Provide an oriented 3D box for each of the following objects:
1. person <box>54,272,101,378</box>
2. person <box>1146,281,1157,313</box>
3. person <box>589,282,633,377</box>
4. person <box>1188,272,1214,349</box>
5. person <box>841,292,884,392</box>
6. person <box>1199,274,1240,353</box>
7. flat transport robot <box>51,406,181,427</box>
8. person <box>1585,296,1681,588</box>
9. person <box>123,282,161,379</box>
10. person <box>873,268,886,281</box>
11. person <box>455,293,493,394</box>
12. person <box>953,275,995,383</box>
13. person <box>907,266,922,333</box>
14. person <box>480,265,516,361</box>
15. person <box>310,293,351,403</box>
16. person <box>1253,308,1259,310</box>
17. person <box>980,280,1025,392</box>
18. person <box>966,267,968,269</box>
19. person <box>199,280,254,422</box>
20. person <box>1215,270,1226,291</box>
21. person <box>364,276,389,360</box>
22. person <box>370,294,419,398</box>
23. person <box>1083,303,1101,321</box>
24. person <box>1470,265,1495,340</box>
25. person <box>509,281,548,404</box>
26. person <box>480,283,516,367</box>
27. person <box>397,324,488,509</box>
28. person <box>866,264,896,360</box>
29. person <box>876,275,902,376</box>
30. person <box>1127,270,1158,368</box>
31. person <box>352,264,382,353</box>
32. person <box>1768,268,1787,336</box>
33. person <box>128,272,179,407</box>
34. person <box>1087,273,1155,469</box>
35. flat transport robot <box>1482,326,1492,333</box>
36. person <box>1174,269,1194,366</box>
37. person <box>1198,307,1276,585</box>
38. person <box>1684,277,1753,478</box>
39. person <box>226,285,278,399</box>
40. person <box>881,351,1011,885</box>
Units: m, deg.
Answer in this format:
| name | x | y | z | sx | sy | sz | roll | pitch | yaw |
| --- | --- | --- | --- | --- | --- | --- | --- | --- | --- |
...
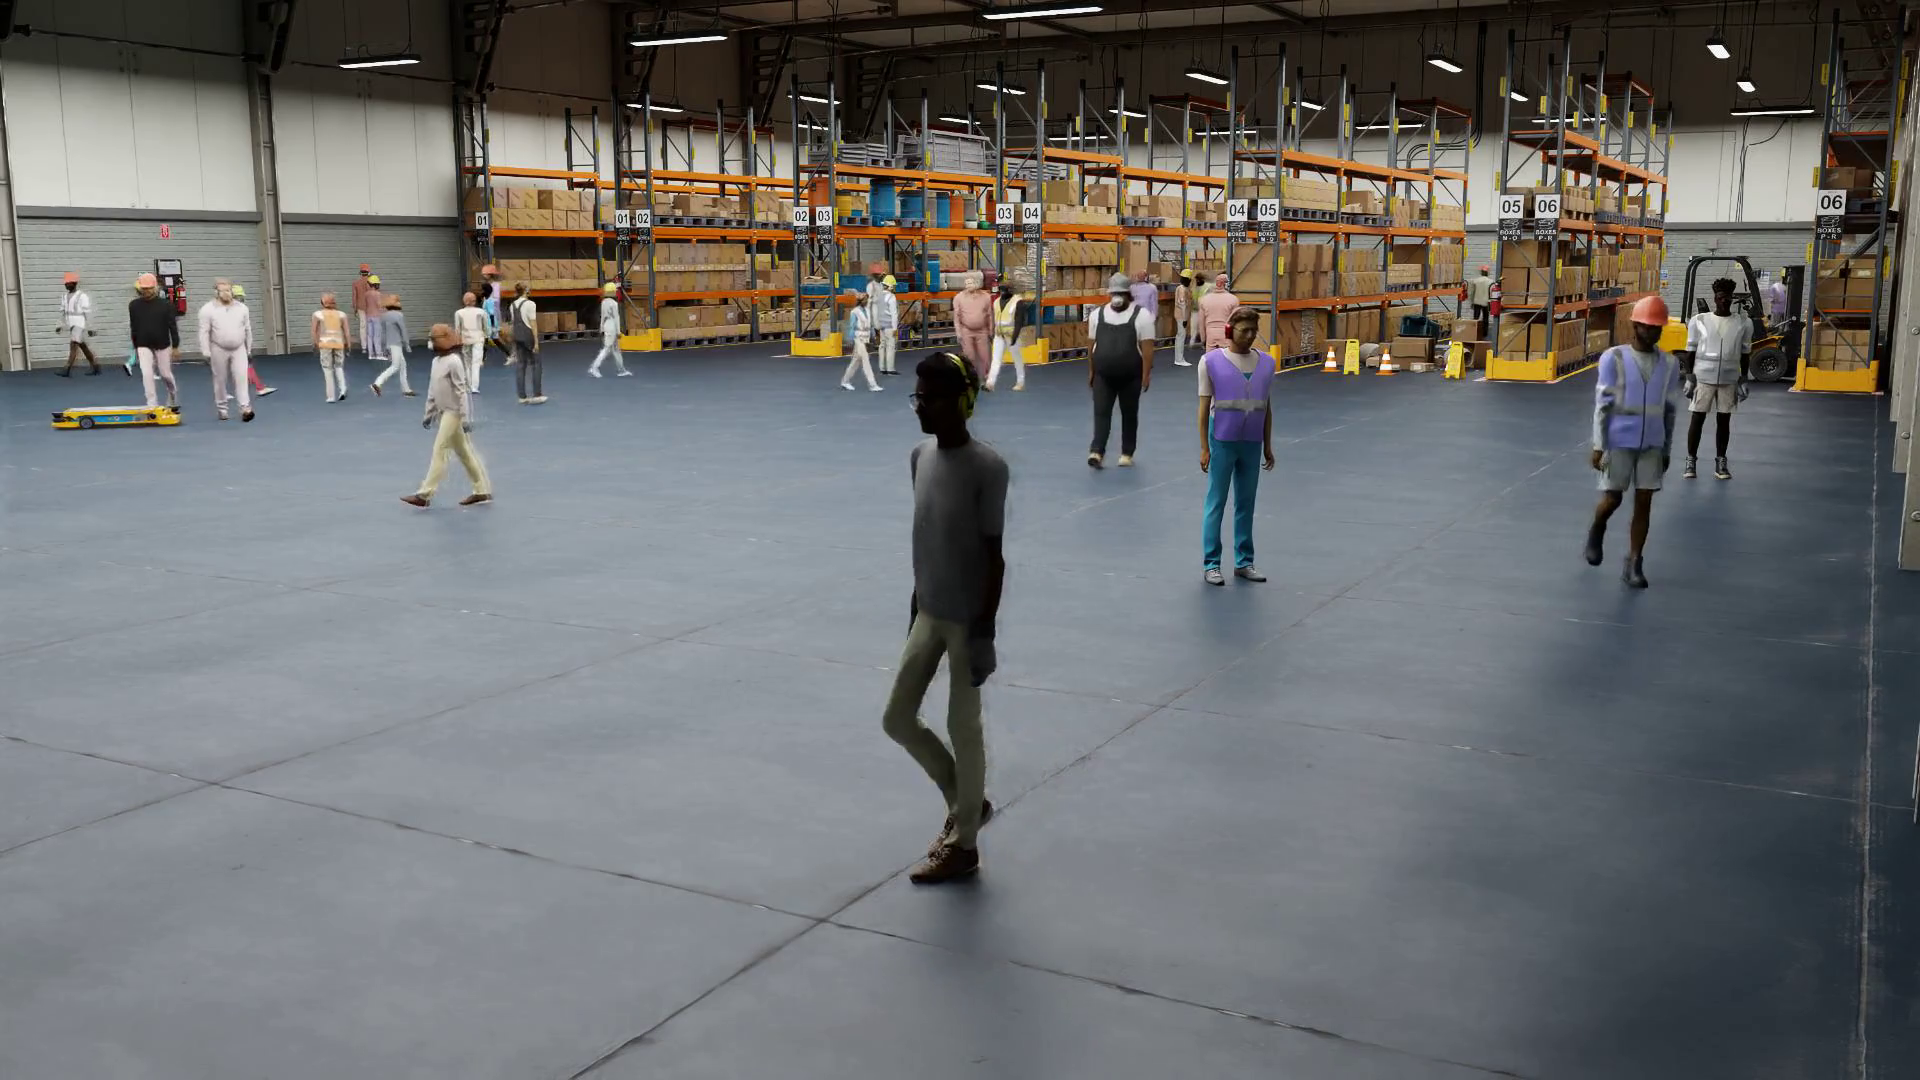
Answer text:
| name | x | y | z | sx | sy | sz | roll | pitch | yaw |
| --- | --- | --- | --- | --- | --- | --- | --- | --- | --- |
| person | -15.985 | -3.878 | 30.026 | 0.550 | 1.887 | 1.012 | 5 | 11 | 27 |
| person | 3.967 | -4.969 | 36.571 | 0.621 | 1.816 | 0.820 | 7 | 12 | 34 |
| person | -6.335 | -3.793 | 29.999 | 0.874 | 1.706 | 0.488 | -8 | 12 | -38 |
| person | 5.694 | -5.387 | 39.086 | 0.623 | 1.808 | 0.912 | 6 | 12 | 33 |
| person | -1.608 | -3.203 | 26.901 | 0.845 | 1.599 | 0.515 | 4 | 11 | 23 |
| person | 3.894 | -3.000 | 24.795 | 0.648 | 1.907 | 0.409 | 5 | 11 | 29 |
| flat transport robot | -10.803 | -1.590 | 21.323 | 1.431 | 0.197 | 0.652 | -4 | 10 | -20 |
| person | 4.468 | -0.664 | 11.081 | 0.573 | 1.922 | 0.639 | 0 | 10 | 1 |
| person | -14.398 | -3.683 | 29.232 | 0.547 | 1.750 | 0.520 | 9 | 13 | 42 |
| person | -1.979 | -5.970 | 42.247 | 0.644 | 1.890 | 1.030 | 7 | 12 | 34 |
| person | -7.754 | -3.136 | 26.522 | 0.529 | 1.591 | 0.875 | 0 | 10 | -2 |
| person | 0.228 | -3.371 | 27.107 | 0.704 | 1.881 | 0.400 | -1 | 10 | -7 |
| person | -1.266 | -6.815 | 47.096 | 0.544 | 1.925 | 0.448 | 3 | 10 | 18 |
| person | -9.639 | -4.709 | 34.524 | 0.985 | 2.011 | 0.618 | -9 | 13 | -41 |
| person | -9.357 | -2.849 | 24.737 | 0.546 | 1.620 | 0.409 | -8 | 13 | -39 |
| person | 6.686 | -5.366 | 38.690 | 0.600 | 1.933 | 0.470 | 9 | 13 | 42 |
| person | 0.738 | -3.260 | 26.691 | 0.619 | 1.781 | 0.998 | 7 | 12 | 36 |
| person | 0.205 | -7.250 | 49.868 | 0.584 | 1.849 | 0.935 | 5 | 11 | 25 |
| person | -9.655 | -2.482 | 21.934 | 0.667 | 1.850 | 1.007 | -7 | 12 | -35 |
| person | 6.283 | -5.479 | 39.475 | 0.553 | 1.850 | 0.395 | 7 | 12 | 35 |
| person | -12.246 | -4.623 | 34.775 | 0.529 | 1.779 | 0.377 | 7 | 12 | 34 |
| person | -8.727 | -2.977 | 25.538 | 0.505 | 1.601 | 0.747 | 9 | 13 | 44 |
| person | 3.194 | -5.693 | 40.633 | 0.574 | 1.884 | 0.356 | 5 | 11 | 29 |
| person | 13.460 | -6.117 | 42.920 | 0.609 | 1.959 | 0.927 | 4 | 11 | 24 |
| person | -6.421 | -2.919 | 24.606 | 0.552 | 1.806 | 0.591 | 5 | 11 | 25 |
| person | -9.178 | -4.225 | 32.680 | 0.849 | 1.660 | 0.530 | -3 | 10 | -17 |
| person | -4.496 | -1.062 | 14.358 | 0.850 | 1.584 | 0.519 | -7 | 12 | -34 |
| person | -1.789 | -4.800 | 35.045 | 0.950 | 2.015 | 0.616 | 6 | 11 | 30 |
| person | -1.293 | -3.897 | 30.271 | 0.404 | 1.827 | 0.600 | -6 | 12 | -33 |
| person | 3.534 | -4.293 | 32.365 | 0.649 | 1.906 | 0.401 | 4 | 11 | 23 |
| person | -13.387 | -5.228 | 37.590 | 0.621 | 1.989 | 0.398 | -2 | 10 | -11 |
| person | 18.294 | -5.079 | 36.923 | 0.610 | 1.918 | 0.424 | 2 | 10 | 9 |
| person | -11.016 | -2.684 | 22.806 | 0.615 | 1.966 | 0.775 | -2 | 10 | -12 |
| person | 1.602 | -1.728 | 16.959 | 0.708 | 2.000 | 0.976 | 3 | 10 | 17 |
| flat transport robot | 14.282 | -5.799 | 45.965 | 0.652 | 0.197 | 1.431 | 4 | 11 | 24 |
| person | 4.450 | -4.420 | 33.081 | 0.380 | 1.917 | 0.585 | 0 | 10 | 1 |
| person | 1.837 | -0.630 | 11.104 | 0.566 | 1.843 | 0.389 | -4 | 10 | -22 |
| person | 7.422 | -1.582 | 16.316 | 0.602 | 1.967 | 0.370 | 3 | 10 | 15 |
| person | -10.975 | -3.014 | 25.423 | 0.918 | 1.720 | 0.535 | -2 | 10 | -10 |
| person | -0.055 | 0.281 | 5.728 | 0.386 | 1.855 | 0.552 | -8 | 13 | -40 |
